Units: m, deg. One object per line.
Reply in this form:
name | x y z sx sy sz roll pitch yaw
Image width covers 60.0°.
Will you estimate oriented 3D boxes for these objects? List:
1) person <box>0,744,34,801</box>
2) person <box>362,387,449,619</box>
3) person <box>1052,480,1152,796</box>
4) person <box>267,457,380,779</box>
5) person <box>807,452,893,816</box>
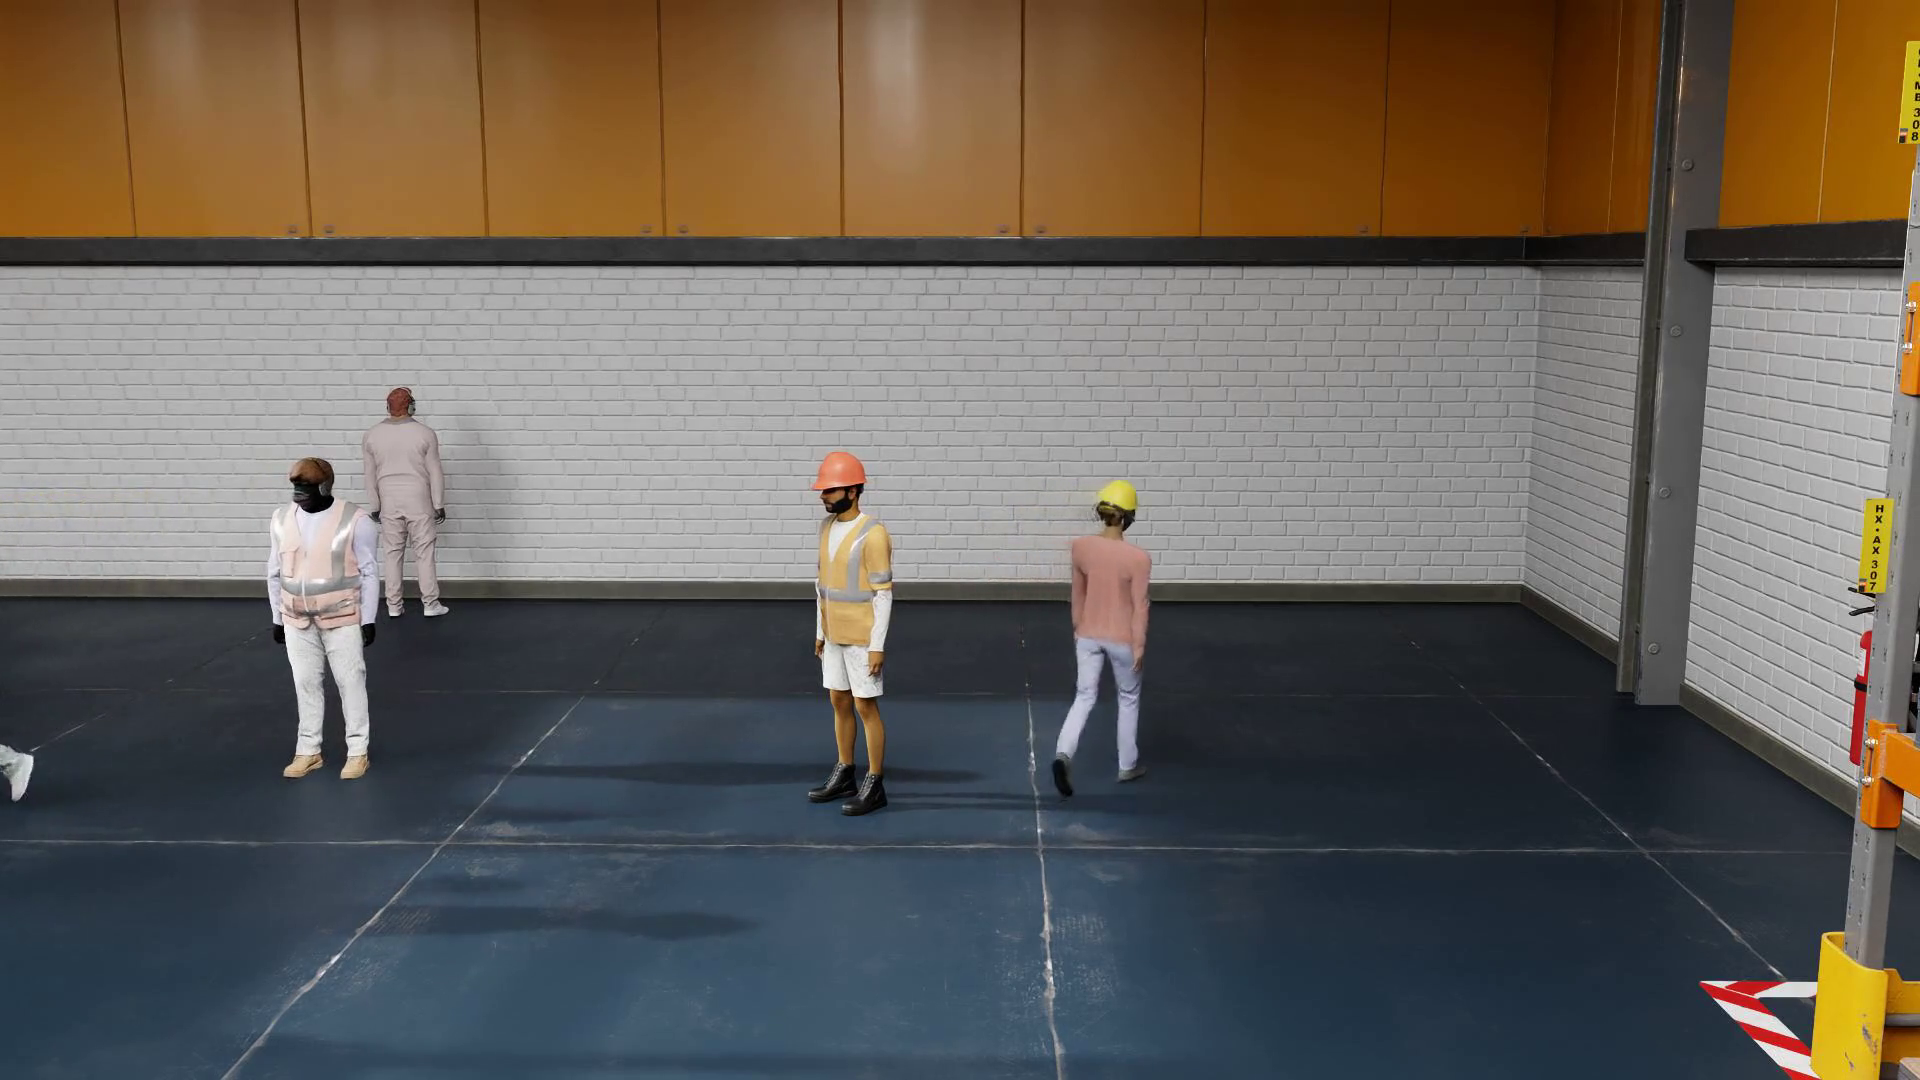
person | -5.349 0.622 8.723 0.707 1.721 0.490 -4 10 -25
person | -4.539 -0.301 13.672 0.639 1.911 0.406 0 9 1
person | 0.788 0.537 9.146 0.522 1.741 0.760 6 11 32
person | -3.606 0.444 9.413 0.631 1.840 0.428 1 10 5
person | -0.604 0.494 8.821 0.373 1.934 0.552 -8 12 -40
